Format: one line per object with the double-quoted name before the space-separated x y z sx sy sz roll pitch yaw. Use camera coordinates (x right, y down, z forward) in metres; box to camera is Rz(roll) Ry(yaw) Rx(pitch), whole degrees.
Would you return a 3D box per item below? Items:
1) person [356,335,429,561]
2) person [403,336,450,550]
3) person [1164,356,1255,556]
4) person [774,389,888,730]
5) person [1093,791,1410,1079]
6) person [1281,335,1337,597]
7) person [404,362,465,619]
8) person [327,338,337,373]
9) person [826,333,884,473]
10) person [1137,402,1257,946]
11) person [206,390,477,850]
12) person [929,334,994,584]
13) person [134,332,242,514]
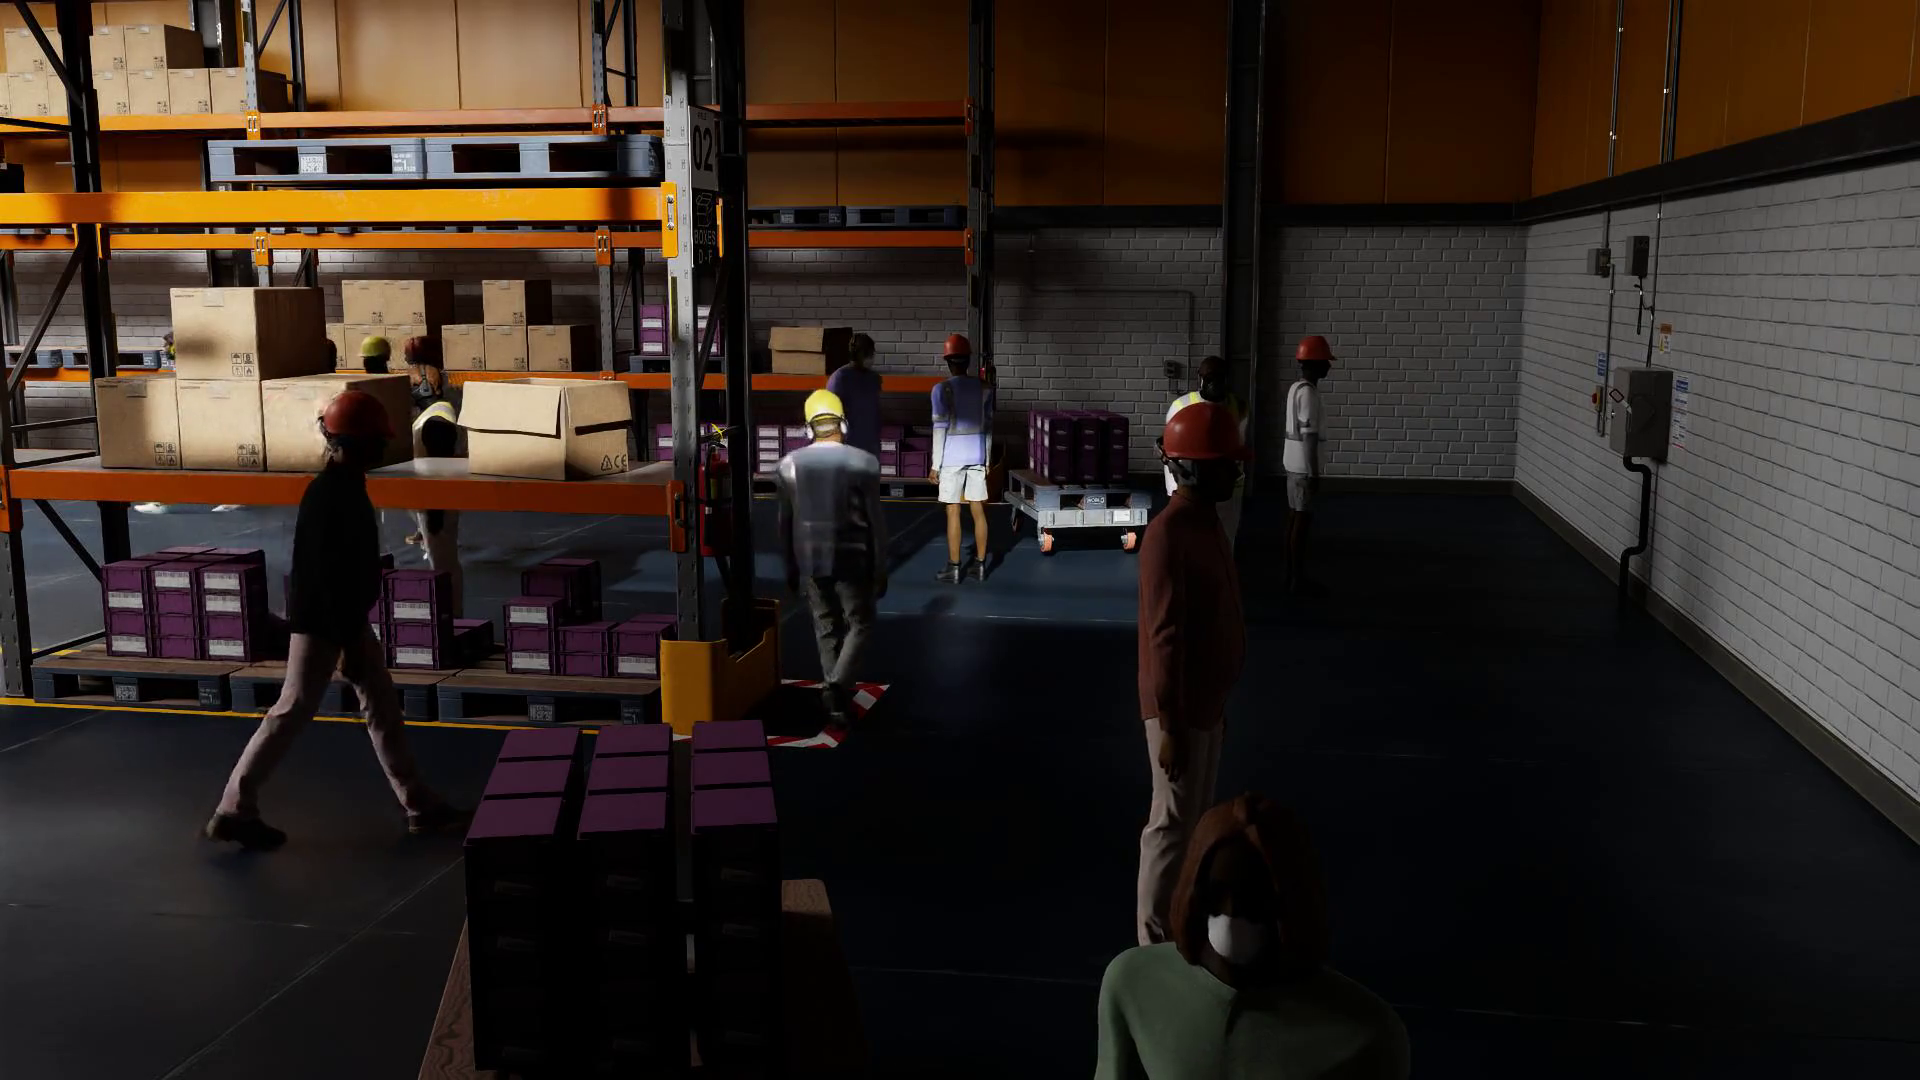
"person" -4.682 -0.746 13.748 0.848 1.902 0.594 2 9 11
"person" -4.694 -0.825 14.377 0.679 1.862 0.574 1 9 9
"person" 1.713 -0.335 11.379 0.634 1.841 0.429 -1 9 -6
"person" -0.674 0.122 8.645 0.602 1.803 0.547 3 9 15
"person" 0.425 1.184 2.589 0.500 1.636 0.286 4 10 23
"person" 2.605 -0.554 12.437 0.365 1.939 0.542 0 9 1
"person" -3.387 -0.219 10.694 0.429 1.837 0.626 -4 10 -22
"person" -5.029 -0.670 13.315 0.572 1.887 0.353 6 11 31
"person" -0.945 -0.774 13.858 0.655 1.914 0.665 6 11 35
"person" 0.763 0.542 5.461 0.381 1.994 0.622 3 10 20
"person" -2.643 0.343 6.930 1.090 1.931 0.648 -1 9 -7
"person" -0.002 -0.623 12.899 0.542 1.929 0.374 -5 11 -30
"person" -7.707 -1.158 16.577 0.996 1.820 0.549 -1 9 -5
